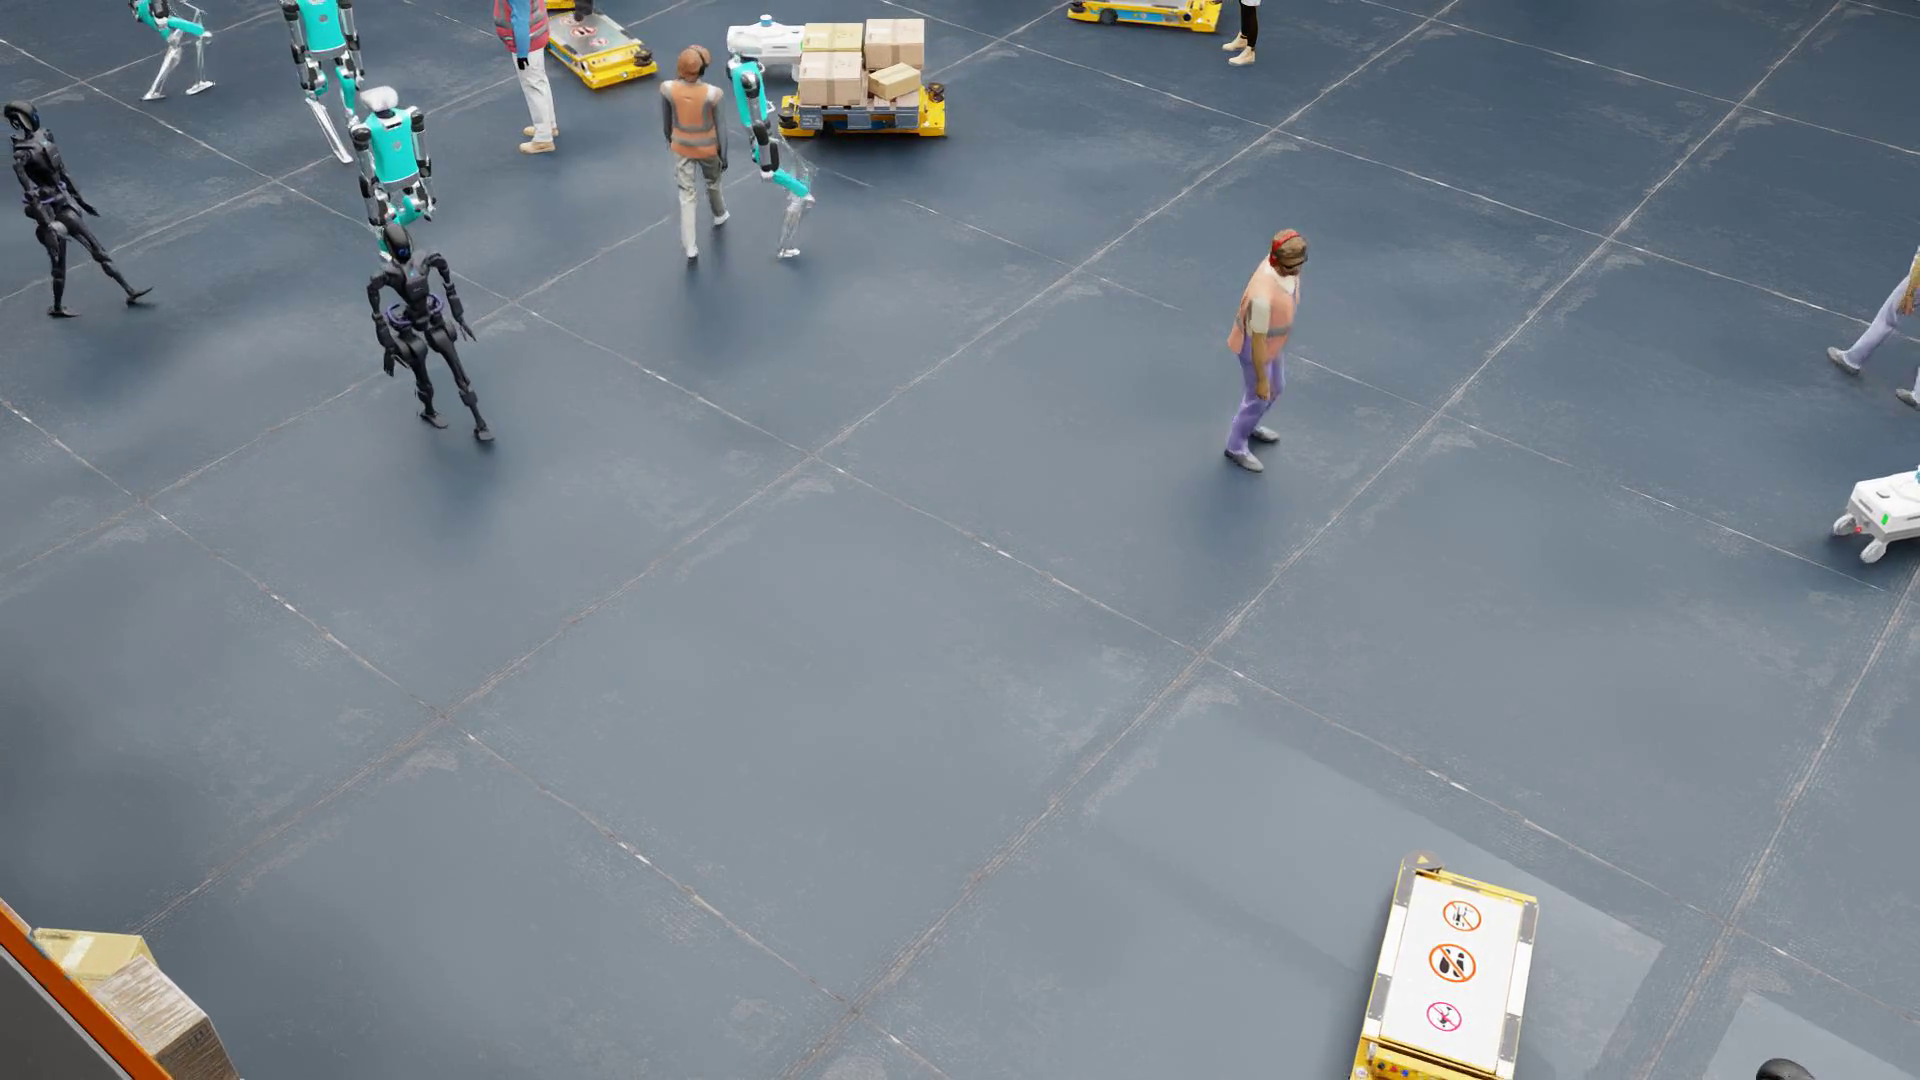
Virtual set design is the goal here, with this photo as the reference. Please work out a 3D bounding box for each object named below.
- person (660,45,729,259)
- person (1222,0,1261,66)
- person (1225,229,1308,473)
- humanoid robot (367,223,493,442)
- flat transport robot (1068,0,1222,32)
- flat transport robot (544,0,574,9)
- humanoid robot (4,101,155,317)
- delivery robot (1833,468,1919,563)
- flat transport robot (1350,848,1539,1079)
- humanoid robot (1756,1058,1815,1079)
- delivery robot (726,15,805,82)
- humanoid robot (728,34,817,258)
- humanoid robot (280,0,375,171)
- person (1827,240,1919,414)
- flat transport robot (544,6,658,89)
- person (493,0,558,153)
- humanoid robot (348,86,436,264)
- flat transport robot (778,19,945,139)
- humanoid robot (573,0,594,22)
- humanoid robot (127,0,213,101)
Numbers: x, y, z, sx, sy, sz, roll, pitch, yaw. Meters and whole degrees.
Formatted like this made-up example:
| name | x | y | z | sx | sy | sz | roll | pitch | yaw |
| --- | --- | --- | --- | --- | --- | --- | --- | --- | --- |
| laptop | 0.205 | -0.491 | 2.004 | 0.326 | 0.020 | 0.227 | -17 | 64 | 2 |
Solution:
| name | x | y | z | sx | sy | sz | roll | pitch | yaw |
| --- | --- | --- | --- | --- | --- | --- | --- | --- | --- |
| person | -1.986 | -2.940 | 12.529 | 0.515 | 1.606 | 0.848 | 1 | 40 | 1 |
| person | 2.609 | -5.167 | 15.059 | 0.322 | 1.691 | 0.531 | -2 | 40 | -3 |
| person | 1.874 | -1.167 | 10.264 | 0.437 | 1.801 | 0.622 | 17 | 43 | 19 |
| humanoid robot | -3.398 | -1.327 | 10.577 | 0.612 | 1.618 | 0.686 | -27 | 47 | -28 |
| flat transport robot | 1.815 | -5.232 | 16.232 | 1.431 | 0.231 | 0.659 | 9 | 41 | 10 |
| flat transport robot | -4.140 | -5.731 | 16.819 | 0.659 | 0.231 | 1.431 | -2 | 40 | -3 |
| humanoid robot | -6.317 | -2.313 | 11.735 | 0.750 | 1.626 | 0.600 | 0 | 40 | 0 |
| delivery robot | 5.776 | -0.197 | 10.084 | 0.784 | 0.589 | 0.499 | -9 | 41 | -11 |
| flat transport robot | 2.237 | 2.075 | 7.637 | 0.659 | 0.231 | 1.431 | 14 | 42 | 16 |
| humanoid robot | 2.833 | 2.449 | 6.127 | 0.616 | 1.629 | 0.696 | -31 | 49 | -31 |
| delivery robot | -1.759 | -4.460 | 15.110 | 0.801 | 0.602 | 0.499 | 0 | 40 | 0 |
| humanoid robot | -1.327 | -2.896 | 12.365 | 0.661 | 1.803 | 0.530 | -11 | 42 | -12 |
| humanoid robot | -5.118 | -3.790 | 13.423 | 0.537 | 1.797 | 0.835 | -25 | 46 | -27 |
| person | 6.391 | -1.739 | 10.947 | 0.578 | 1.805 | 0.859 | -10 | 41 | -12 |
| flat transport robot | -3.448 | -4.614 | 15.506 | 0.659 | 0.231 | 1.431 | -25 | 46 | -26 |
| person | -3.591 | -4.120 | 13.723 | 0.429 | 1.831 | 0.633 | -5 | 41 | -6 |
| humanoid robot | -4.140 | -2.487 | 11.887 | 0.542 | 1.770 | 0.933 | -33 | 50 | -32 |
| flat transport robot | -0.849 | -3.745 | 14.483 | 1.431 | 0.231 | 0.659 | 0 | 40 | 0 |
| humanoid robot | -3.546 | -5.391 | 15.342 | 0.357 | 1.643 | 0.590 | 13 | 42 | 15 |
| humanoid robot | -6.956 | -4.682 | 14.459 | 0.567 | 1.772 | 0.899 | 28 | 48 | 29 |
